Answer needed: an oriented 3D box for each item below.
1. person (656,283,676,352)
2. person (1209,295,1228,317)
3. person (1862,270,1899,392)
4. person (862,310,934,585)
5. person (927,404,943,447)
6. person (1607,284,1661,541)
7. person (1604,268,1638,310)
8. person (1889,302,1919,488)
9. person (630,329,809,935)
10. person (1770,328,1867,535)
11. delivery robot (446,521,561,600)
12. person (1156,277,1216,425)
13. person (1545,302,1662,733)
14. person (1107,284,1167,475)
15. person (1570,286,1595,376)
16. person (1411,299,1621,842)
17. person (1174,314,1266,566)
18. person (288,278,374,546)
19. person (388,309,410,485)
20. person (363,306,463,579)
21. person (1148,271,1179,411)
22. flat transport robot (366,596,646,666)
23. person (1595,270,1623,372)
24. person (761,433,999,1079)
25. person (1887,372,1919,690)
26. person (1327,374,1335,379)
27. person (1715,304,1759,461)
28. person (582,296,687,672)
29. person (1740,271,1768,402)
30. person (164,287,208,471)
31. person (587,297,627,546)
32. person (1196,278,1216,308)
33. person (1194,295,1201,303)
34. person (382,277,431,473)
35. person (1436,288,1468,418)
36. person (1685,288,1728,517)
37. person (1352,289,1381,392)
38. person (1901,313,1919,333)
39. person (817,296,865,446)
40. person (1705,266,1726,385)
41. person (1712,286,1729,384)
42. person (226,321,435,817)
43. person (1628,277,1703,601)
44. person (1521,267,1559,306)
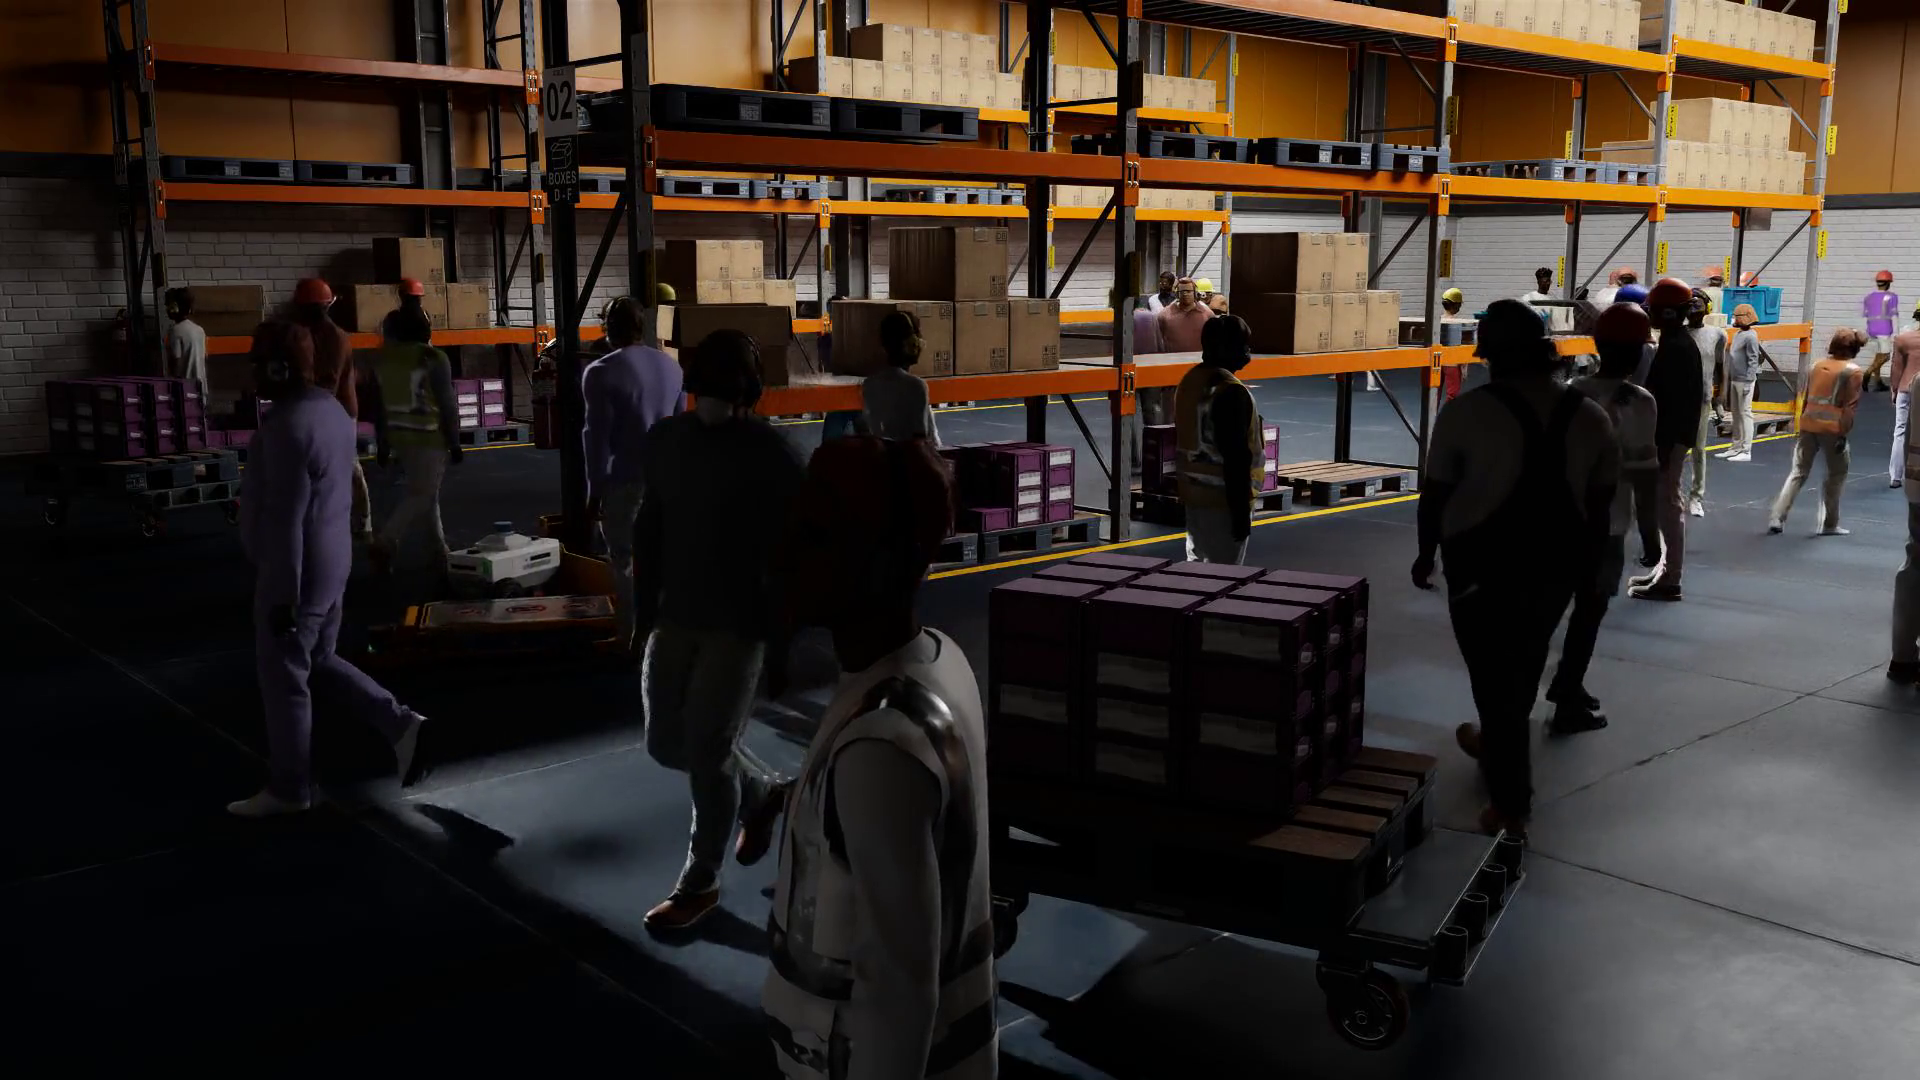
[{"bbox_3d":[-2.677,-1.461,15.589,0.999,1.884,0.606,6,11,31],"label":"person"},{"bbox_3d":[3.291,-2.321,21.319,0.508,1.632,0.265,6,12,33],"label":"person"},{"bbox_3d":[14.344,-3.256,25.966,0.800,1.916,0.578,-3,10,-18],"label":"person"},{"bbox_3d":[-0.344,-0.240,8.499,0.624,1.855,0.536,-7,12,-36],"label":"person"},{"bbox_3d":[-0.430,-1.448,15.815,1.002,1.783,0.619,-4,10,-22],"label":"person"},{"bbox_3d":[4.831,-0.863,11.905,0.566,1.936,0.624,3,10,17],"label":"person"},{"bbox_3d":[9.400,-2.840,23.399,0.685,1.976,1.018,3,10,14],"label":"person"},{"bbox_3d":[8.731,-1.327,15.112,0.316,1.769,0.525,-9,13,-41],"label":"person"},{"bbox_3d":[-0.723,0.279,5.287,0.662,1.910,0.601,7,12,35],"label":"person"},{"bbox_3d":[6.500,-0.811,12.618,0.617,1.591,0.522,-3,10,-20],"label":"person"},{"bbox_3d":[-2.692,0.133,9.833,0.477,0.478,0.707,4,11,25],"label":"delivery robot"},{"bbox_3d":[2.309,-1.736,17.096,0.651,1.906,0.404,1,10,3],"label":"person"},{"bbox_3d":[2.870,-0.093,7.430,0.548,1.919,0.550,-3,10,-18],"label":"person"},{"bbox_3d":[1.754,-1.572,16.248,0.730,1.878,0.383,-6,11,-32],"label":"person"},{"bbox_3d":[8.749,-2.738,23.573,0.530,1.697,0.321,10,14,44],"label":"person"},{"bbox_3d":[2.067,0.034,6.339,0.675,2.000,1.020,-2,10,-9],"label":"person"},{"bbox_3d":[1.288,-0.186,8.212,0.429,1.843,0.633,-3,10,-15],"label":"person"},{"bbox_3d":[-4.658,-0.889,11.960,0.614,1.957,0.869,9,13,42],"label":"person"},{"bbox_3d":[-5.159,-1.328,15.502,0.265,1.632,0.509,-1,10,-7],"label":"person"},{"bbox_3d":[-3.659,-0.648,11.057,0.634,1.808,0.863,5,11,28],"label":"person"},{"bbox_3d":[2.826,-2.694,22.674,0.592,1.915,0.370,4,11,23],"label":"person"},{"bbox_3d":[-2.422,0.470,8.961,1.431,0.197,0.652,-3,10,-15],"label":"flat transport robot"},{"bbox_3d":[10.228,-3.258,26.025,0.409,1.904,0.639,-4,10,-22],"label":"person"},{"bbox_3d":[-0.120,0.783,2.411,0.353,1.884,0.578,0,10,1],"label":"person"},{"bbox_3d":[4.828,-0.196,8.149,0.356,1.883,0.573,0,10,2],"label":"person"},{"bbox_3d":[6.554,-3.671,28.839,0.313,1.769,0.525,3,10,18],"label":"person"},{"bbox_3d":[8.122,-1.635,17.302,0.283,1.633,0.501,1,10,5],"label":"person"},{"bbox_3d":[-1.675,-0.291,8.620,0.407,1.925,0.629,8,13,39],"label":"person"},{"bbox_3d":[9.977,-2.438,21.149,0.384,1.932,0.543,-9,13,-42],"label":"person"},{"bbox_3d":[-6.629,-1.224,14.228,0.385,1.856,0.563,1,10,5],"label":"person"},{"bbox_3d":[-2.486,-0.842,12.097,0.403,1.826,0.593,-6,12,-33],"label":"person"},{"bbox_3d":[3.188,-2.531,21.963,0.404,1.830,0.600,-2,10,-11],"label":"person"},{"bbox_3d":[2.818,-2.068,19.707,0.770,1.663,0.553,-1,10,-8],"label":"person"},{"bbox_3d":[-5.406,-1.618,16.360,0.569,1.916,0.466,7,12,35],"label":"person"},{"bbox_3d":[5.491,-1.942,18.712,0.326,1.767,0.533,-8,12,-38],"label":"person"},{"bbox_3d":[5.976,-1.123,13.614,0.537,1.869,0.312,5,11,26],"label":"person"},{"bbox_3d":[6.306,-3.110,26.000,0.517,1.612,0.538,9,13,41],"label":"person"},{"bbox_3d":[10.230,-1.750,17.655,0.304,1.745,0.483,-9,13,-41],"label":"person"},{"bbox_3d":[-0.974,-1.107,13.751,0.578,1.792,0.971,5,11,28],"label":"person"},{"bbox_3d":[10.385,-2.789,23.068,0.709,1.985,0.419,1,10,7],"label":"person"},{"bbox_3d":[12.607,-3.365,27.420,0.512,1.639,0.311,6,11,30],"label":"person"},{"bbox_3d":[-2.429,0.120,6.273,0.682,1.887,0.658,-1,10,-3],"label":"person"},{"bbox_3d":[4.369,-0.623,10.321,0.397,1.992,0.621,4,11,24],"label":"person"},{"bbox_3d":[8.172,-2.848,23.432,0.607,1.966,0.367,-4,10,-20],"label":"person"}]
